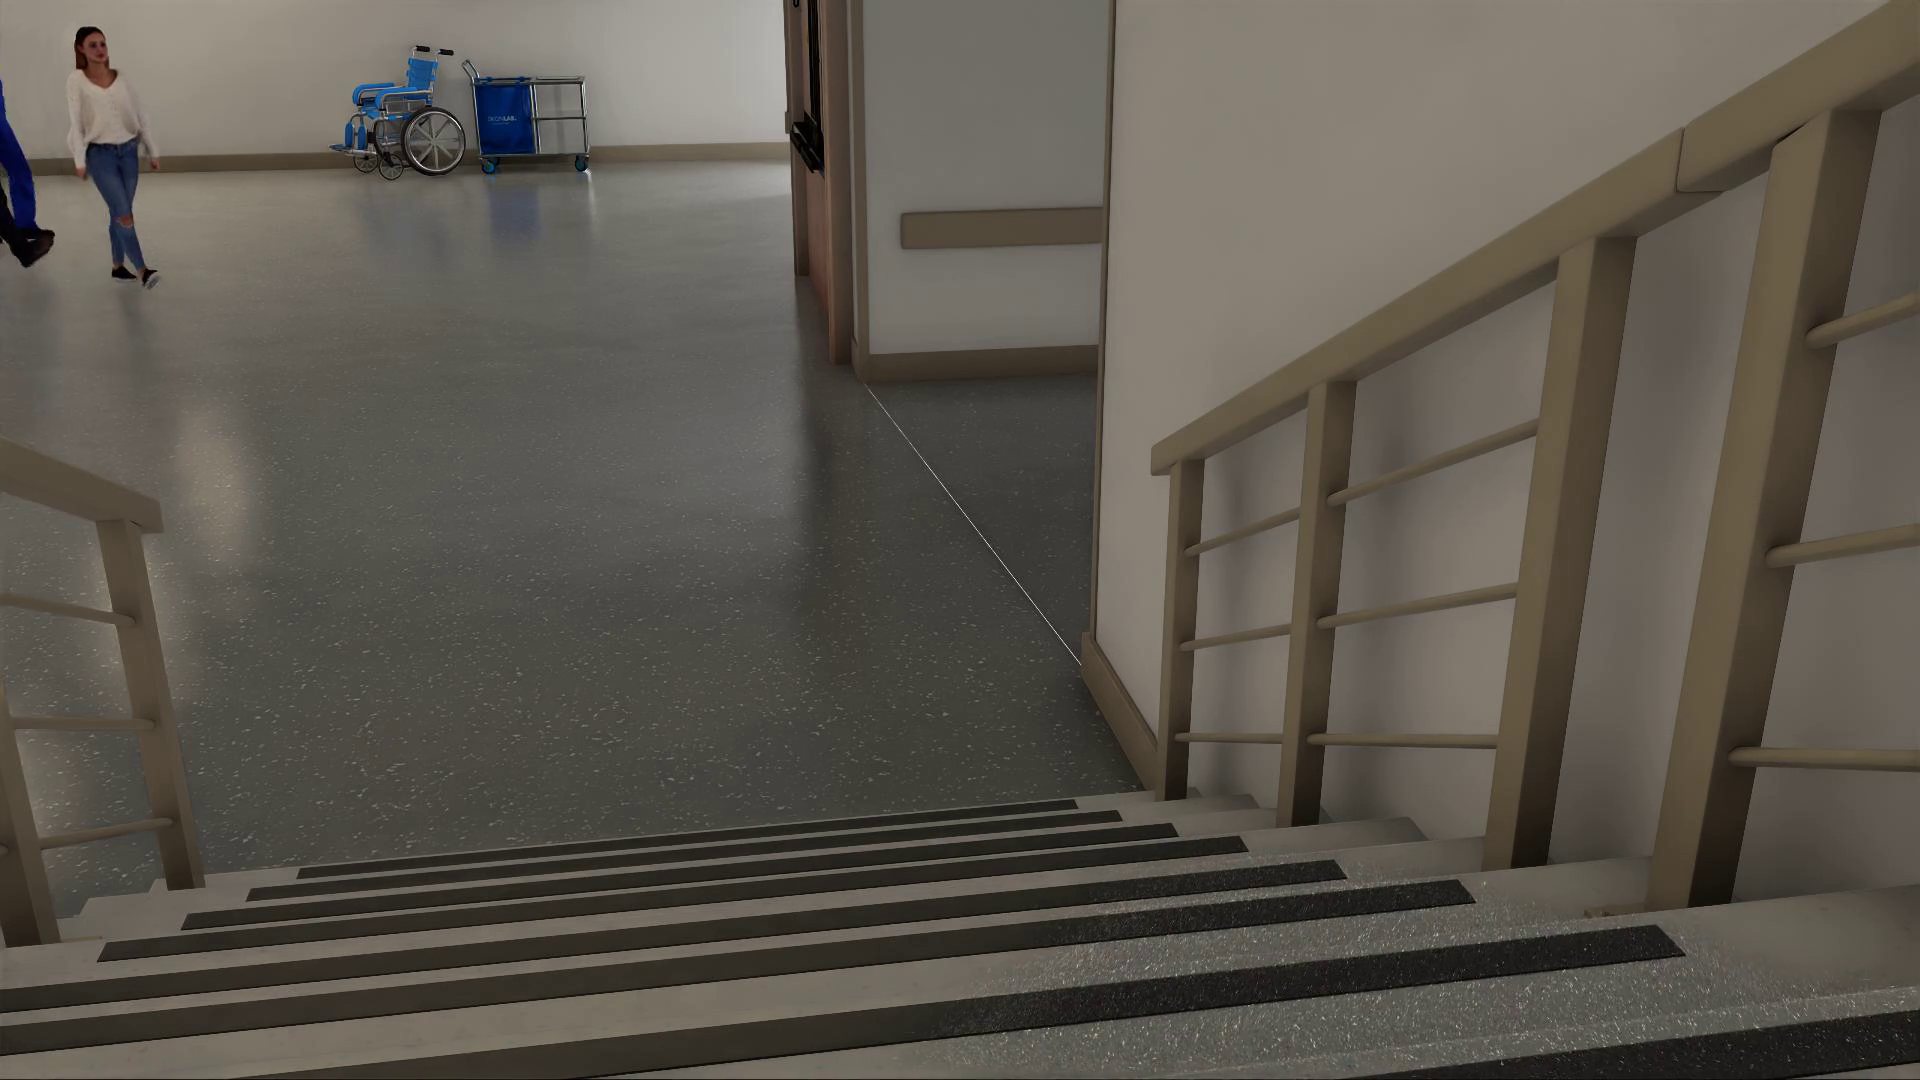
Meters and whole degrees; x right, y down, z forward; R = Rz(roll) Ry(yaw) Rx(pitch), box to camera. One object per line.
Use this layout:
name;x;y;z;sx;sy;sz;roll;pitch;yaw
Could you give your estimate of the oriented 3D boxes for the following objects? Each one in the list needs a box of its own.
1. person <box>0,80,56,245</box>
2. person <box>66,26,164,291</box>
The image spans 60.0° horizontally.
person;-7.310;-3.074;12.274;1.017;1.805;0.959;6;22;15
person;-5.593;-2.475;10.899;1.101;1.660;1.023;15;25;34
